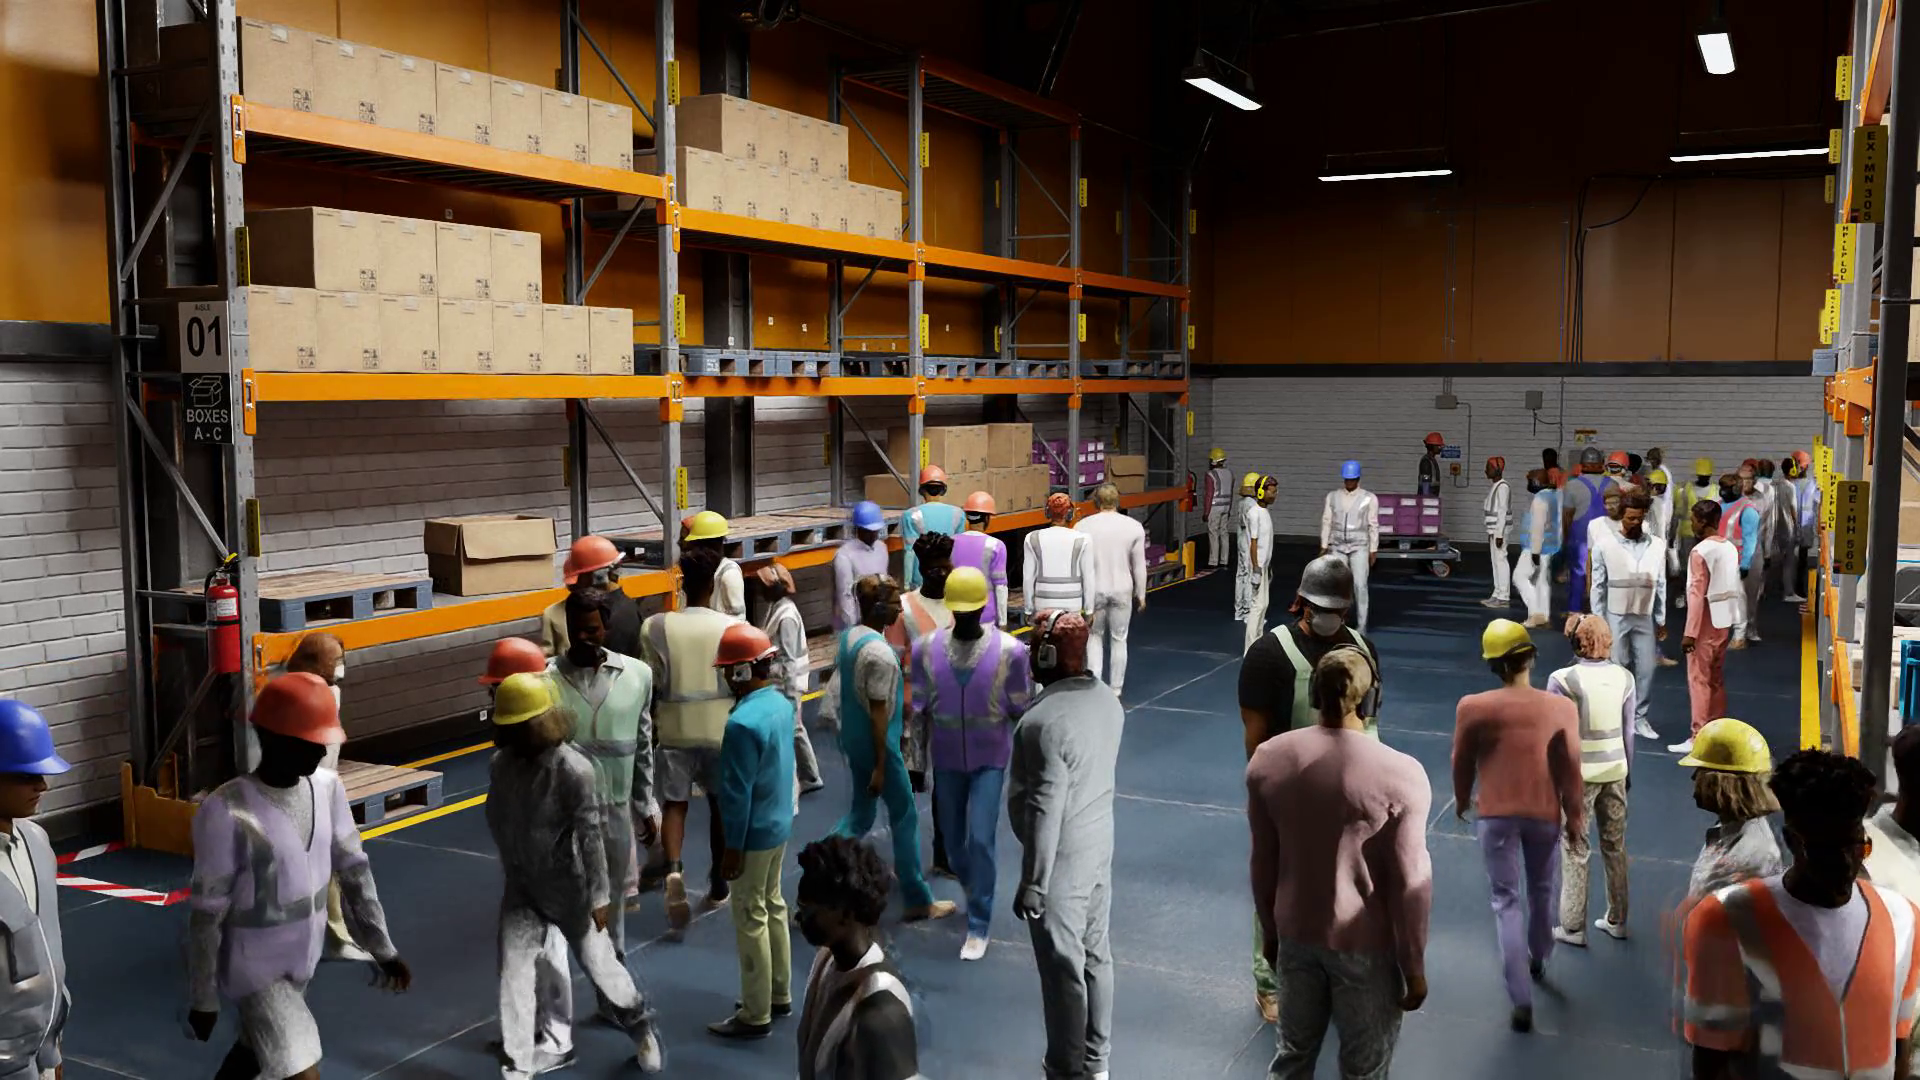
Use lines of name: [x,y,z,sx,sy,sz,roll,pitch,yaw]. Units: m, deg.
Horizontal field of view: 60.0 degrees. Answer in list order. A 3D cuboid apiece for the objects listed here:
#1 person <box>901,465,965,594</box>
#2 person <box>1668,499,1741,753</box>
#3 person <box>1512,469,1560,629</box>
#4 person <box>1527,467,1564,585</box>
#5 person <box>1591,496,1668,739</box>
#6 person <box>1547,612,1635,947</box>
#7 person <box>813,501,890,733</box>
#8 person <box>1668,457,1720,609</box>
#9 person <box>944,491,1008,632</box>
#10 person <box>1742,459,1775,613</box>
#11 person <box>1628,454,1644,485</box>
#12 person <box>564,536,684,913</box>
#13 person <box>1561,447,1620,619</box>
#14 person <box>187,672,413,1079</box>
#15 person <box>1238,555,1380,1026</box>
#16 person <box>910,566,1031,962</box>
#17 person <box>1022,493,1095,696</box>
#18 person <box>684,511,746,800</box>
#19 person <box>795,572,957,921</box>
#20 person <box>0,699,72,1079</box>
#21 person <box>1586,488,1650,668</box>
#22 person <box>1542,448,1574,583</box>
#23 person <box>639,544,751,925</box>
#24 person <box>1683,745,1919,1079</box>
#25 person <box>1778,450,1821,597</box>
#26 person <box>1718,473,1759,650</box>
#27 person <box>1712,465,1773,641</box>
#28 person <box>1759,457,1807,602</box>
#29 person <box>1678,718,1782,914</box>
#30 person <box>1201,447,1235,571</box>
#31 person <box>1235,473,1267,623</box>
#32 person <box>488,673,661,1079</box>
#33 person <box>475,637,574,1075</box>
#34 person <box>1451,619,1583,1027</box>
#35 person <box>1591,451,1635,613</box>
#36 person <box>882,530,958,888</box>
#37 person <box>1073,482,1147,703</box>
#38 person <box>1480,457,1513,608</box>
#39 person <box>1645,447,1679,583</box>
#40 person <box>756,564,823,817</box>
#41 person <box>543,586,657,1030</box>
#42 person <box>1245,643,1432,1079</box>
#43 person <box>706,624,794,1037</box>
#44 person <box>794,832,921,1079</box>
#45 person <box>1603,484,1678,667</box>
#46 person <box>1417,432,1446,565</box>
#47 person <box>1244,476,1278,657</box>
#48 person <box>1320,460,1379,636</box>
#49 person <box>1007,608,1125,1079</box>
person: [-0.252,0.348,14.918,0.614,2.040,0.391,-2,6,-23]
person: [5.599,0.650,12.418,0.599,1.908,0.396,-5,7,-44]
person: [6.489,0.105,18.730,0.467,1.817,0.634,3,6,32]
person: [7.737,-0.127,21.920,0.601,1.693,0.882,3,6,33]
person: [5.189,0.604,12.923,0.610,1.902,0.404,-1,5,-6]
person: [3.122,1.176,8.241,0.530,1.629,0.318,-2,6,-22]
person: [-0.797,0.619,12.904,0.618,1.890,0.839,-5,7,-45]
person: [8.946,-0.060,20.164,0.622,1.884,0.504,1,5,10]
person: [0.129,0.580,13.076,0.550,1.925,0.393,3,6,25]
person: [9.541,-0.050,20.177,0.569,1.855,0.778,3,6,32]
person: [10.415,-0.483,25.683,0.319,1.698,0.538,2,6,22]
person: [-1.768,0.957,8.770,0.584,1.969,0.796,-1,5,-5]
person: [7.352,-0.077,19.506,0.684,2.000,0.538,0,5,-3]
person: [-2.151,1.338,5.270,1.035,1.874,0.566,2,6,17]
person: [1.572,1.065,7.218,0.673,2.000,0.536,-2,6,-22]
person: [0.070,1.046,8.214,0.602,1.899,0.735,1,5,12]
person: [0.804,0.556,13.529,0.586,1.882,0.343,1,5,9]
person: [-1.627,0.764,11.070,0.384,1.922,0.594,-3,6,-27]
person: [-0.440,1.060,8.432,0.812,1.820,0.523,-3,6,-27]
person: [-2.531,1.381,4.375,0.417,1.939,0.605,0,5,-2]
person: [6.254,0.392,15.804,0.578,1.797,0.943,3,6,29]
person: [8.213,-0.327,23.024,0.443,1.893,0.603,-4,6,-34]
person: [-1.358,0.995,8.531,0.607,1.943,0.802,0,5,-3]
person: [2.019,1.436,3.965,0.613,1.912,1.036,0,5,-2]
person: [10.928,-0.211,21.653,0.579,1.914,0.433,2,6,16]
person: [8.029,0.221,17.383,0.429,1.844,0.630,-1,5,-11]
person: [8.415,0.138,17.919,0.651,1.904,0.403,1,5,11]
person: [10.441,-0.129,21.063,0.586,1.854,0.557,0,5,4]
person: [2.344,1.409,5.092,0.322,1.742,0.493,2,6,18]
person: [3.803,-0.455,24.655,0.598,1.836,0.404,-5,7,-43]
person: [3.380,0.089,19.299,0.295,1.743,0.493,-1,5,-14]
person: [-1.511,1.312,6.416,0.513,1.699,0.805,3,6,26]
person: [-1.757,1.257,6.695,0.346,1.746,0.572,-2,6,-24]
person: [2.457,1.209,7.389,0.525,1.716,0.883,0,5,4]
person: [7.679,-0.048,19.505,0.618,1.986,0.408,5,7,44]
person: [-0.154,0.921,9.162,0.613,1.963,0.362,-3,6,-33]
person: [1.274,0.466,14.307,0.671,1.918,0.428,0,5,5]
person: [6.673,-0.098,20.639,0.354,1.876,0.574,1,5,7]
person: [9.703,-0.320,22.885,0.600,1.911,0.678,2,6,18]
person: [-1.098,0.952,10.743,0.458,1.608,0.694,-1,5,-11]
person: [-1.579,1.142,7.056,0.590,1.916,0.393,-3,6,-29]
person: [1.210,1.294,5.340,0.628,1.932,0.353,5,7,40]
person: [-0.897,1.226,7.107,0.351,1.738,0.573,1,5,12]
person: [-0.350,1.545,4.056,0.819,1.658,0.549,-1,5,-14]
person: [6.515,0.362,16.071,0.890,1.804,0.532,0,5,3]
person: [7.213,-0.628,25.457,0.404,2.038,0.605,3,6,26]
person: [3.017,0.286,16.611,0.338,1.856,0.525,2,6,22]
person: [4.285,0.092,18.256,0.625,1.930,0.445,3,6,31]
person: [0.375,1.212,6.350,0.399,1.910,0.643,3,6,29]
